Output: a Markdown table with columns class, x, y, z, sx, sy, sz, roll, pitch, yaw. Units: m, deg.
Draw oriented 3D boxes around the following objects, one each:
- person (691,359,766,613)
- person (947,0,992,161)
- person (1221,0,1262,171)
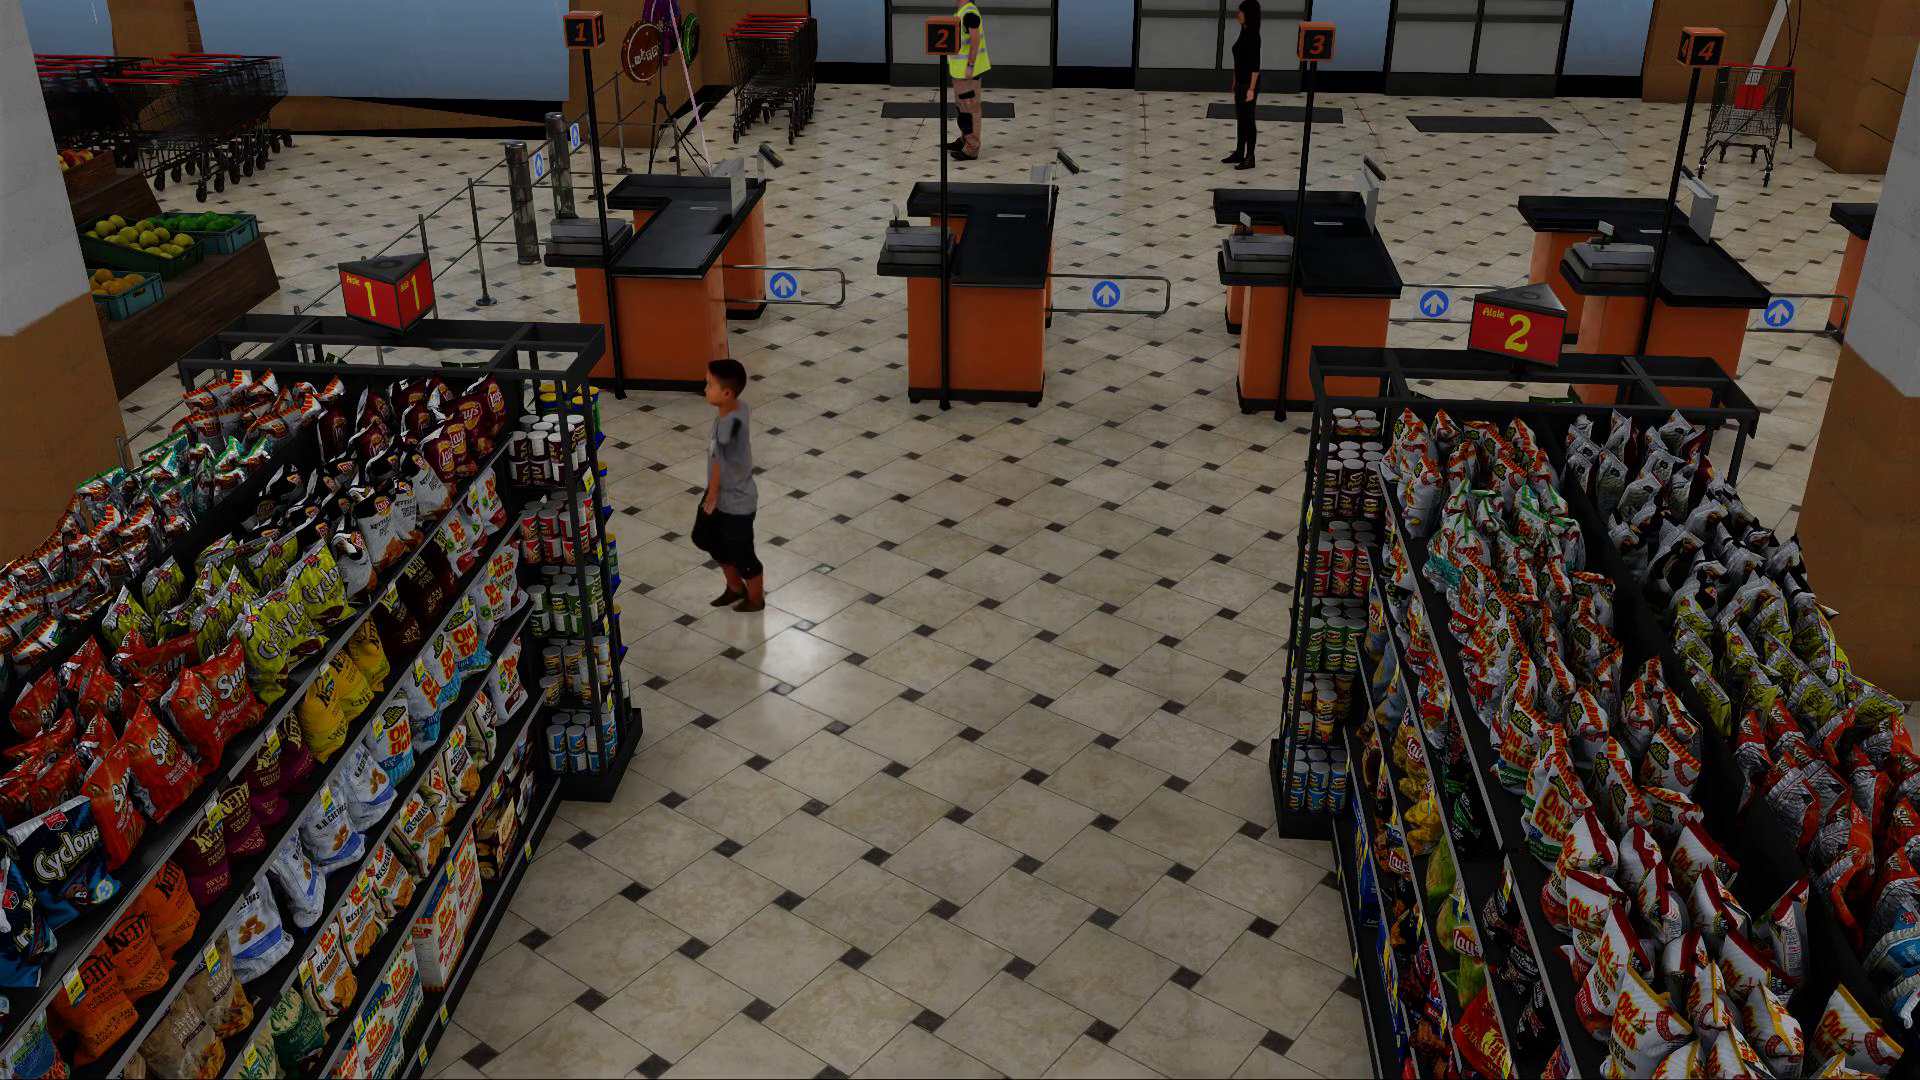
| class | x | y | z | sx | sy | sz | roll | pitch | yaw |
| --- | --- | --- | --- | --- | --- | --- | --- | --- | --- |
| person | -1.099 | -0.289 | 8.447 | 0.707 | 1.445 | 0.614 | -6 | 27 | -12 |
| person | 0.050 | -4.835 | 16.969 | 0.825 | 1.845 | 0.723 | -4 | 27 | -8 |
| person | 2.879 | -4.569 | 16.669 | 0.696 | 1.641 | 0.557 | -7 | 28 | -14 |
